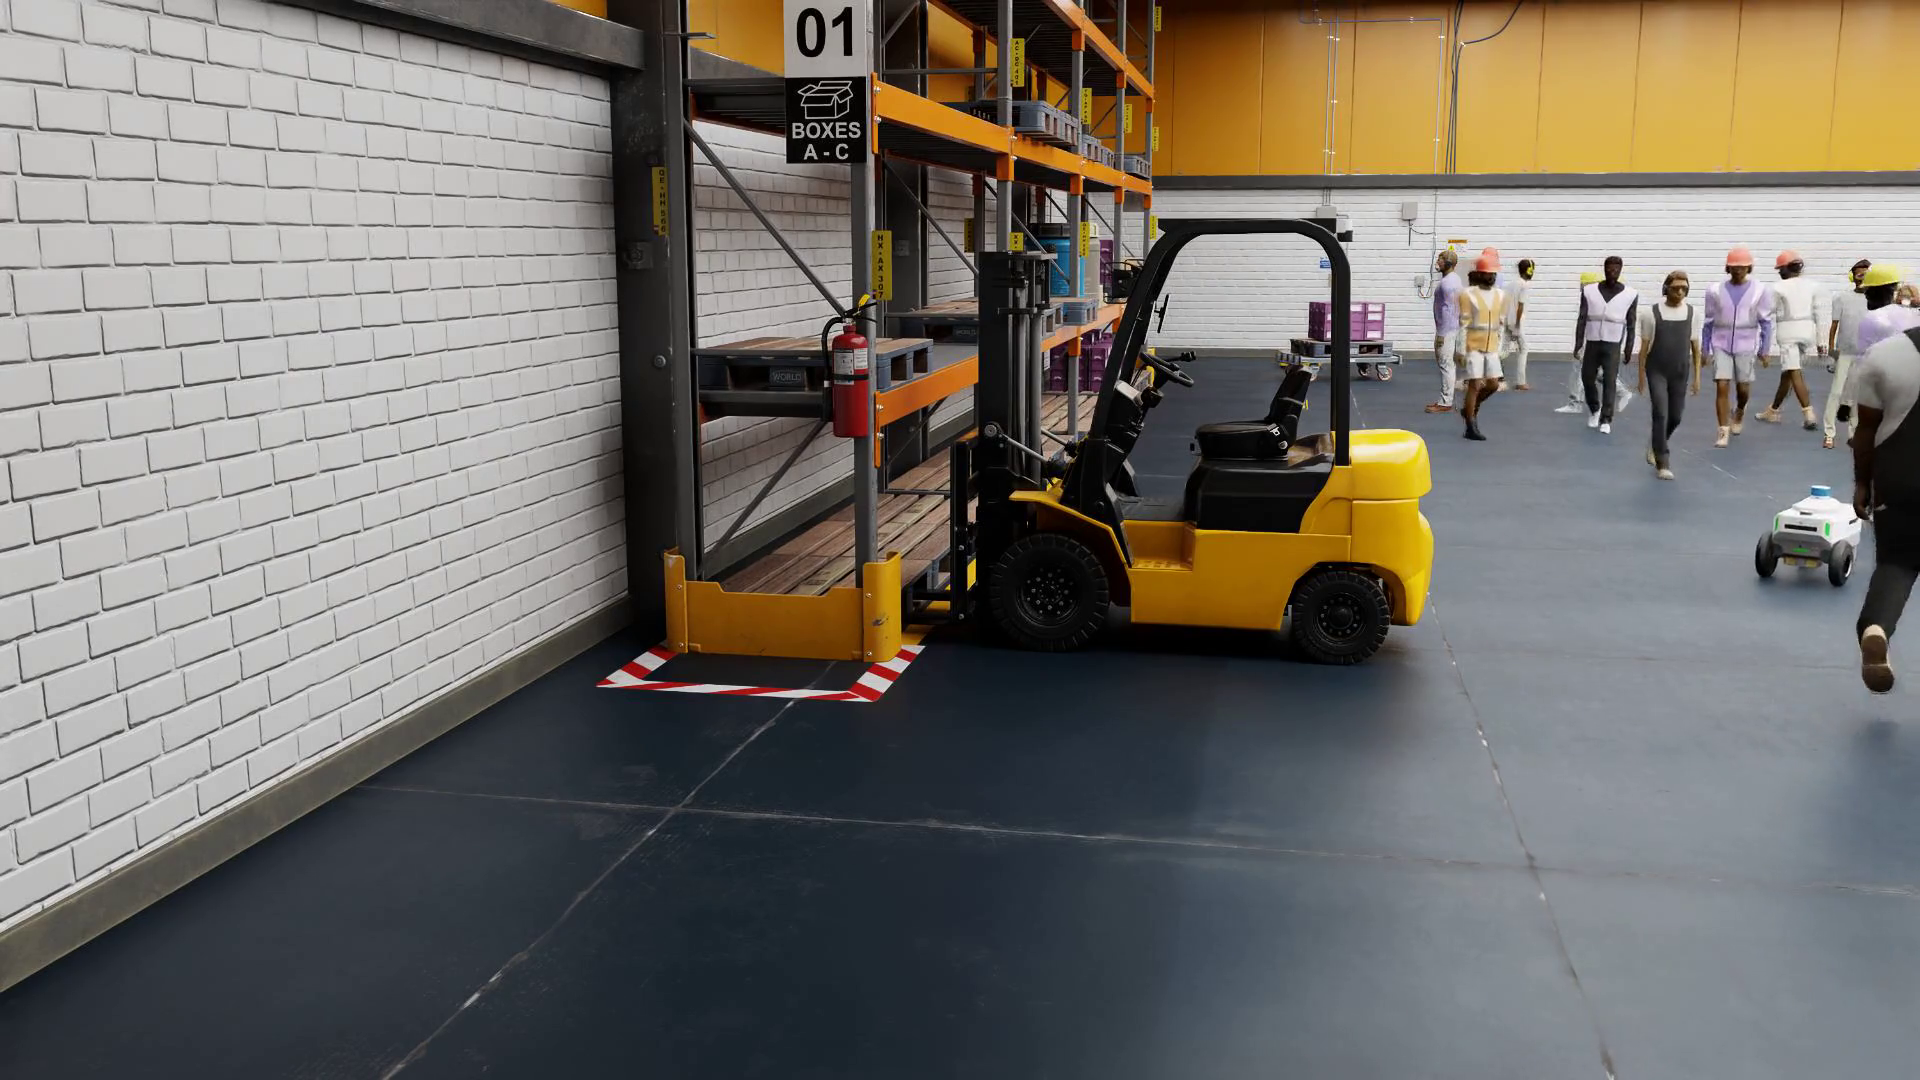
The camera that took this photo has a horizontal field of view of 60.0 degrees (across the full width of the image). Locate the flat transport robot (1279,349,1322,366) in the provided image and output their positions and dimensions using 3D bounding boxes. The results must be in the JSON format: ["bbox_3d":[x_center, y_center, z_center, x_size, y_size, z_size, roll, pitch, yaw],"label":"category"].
[{"bbox_3d":[5.559,-2.964,27.051,0.652,0.197,1.431,2,11,13],"label":"flat transport robot"}]

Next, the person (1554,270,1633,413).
[{"bbox_3d":[7.560,-2.344,19.716,0.793,1.712,0.488,5,11,25],"label":"person"}]

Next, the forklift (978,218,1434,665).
[{"bbox_3d":[1.285,-0.567,8.635,2.313,2.155,1.214,2,11,11],"label":"forklift"}]

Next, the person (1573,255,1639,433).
[{"bbox_3d":[6.976,-2.124,17.992,0.614,1.898,0.762,6,12,29],"label":"person"}]

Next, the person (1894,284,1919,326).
[{"bbox_3d":[9.918,-1.880,17.447,0.511,1.606,0.761,9,14,40],"label":"person"}]

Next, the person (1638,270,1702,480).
[{"bbox_3d":[6.200,-1.462,14.602,0.511,1.820,0.810,1,10,8],"label":"person"}]

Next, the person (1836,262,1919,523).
[{"bbox_3d":[6.684,-1.060,12.140,0.592,1.901,0.454,-7,13,-35],"label":"person"}]

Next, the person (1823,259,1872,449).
[{"bbox_3d":[8.832,-1.822,16.404,0.521,1.873,0.336,2,11,11],"label":"person"}]

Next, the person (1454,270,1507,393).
[{"bbox_3d":[6.950,-2.773,22.209,0.891,1.633,0.572,0,10,0],"label":"person"}]

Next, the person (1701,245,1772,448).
[{"bbox_3d":[7.783,-1.945,16.691,0.643,2.016,0.707,6,12,28],"label":"person"}]

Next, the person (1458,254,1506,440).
[{"bbox_3d":[5.373,-1.997,17.237,0.553,1.923,0.530,-3,11,-15],"label":"person"}]

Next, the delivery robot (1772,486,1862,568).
[{"bbox_3d":[5.292,-0.090,10.258,0.477,0.478,0.707,9,14,42],"label":"delivery robot"}]

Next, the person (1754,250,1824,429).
[{"bbox_3d":[9.190,-2.204,18.304,0.619,1.960,1.120,-1,10,-6],"label":"person"}]

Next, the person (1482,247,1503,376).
[{"bbox_3d":[7.963,-3.442,25.113,0.406,1.932,0.565,1,10,6],"label":"person"}]

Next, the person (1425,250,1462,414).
[{"bbox_3d":[5.762,-2.470,19.767,0.370,1.940,0.631,4,11,19],"label":"person"}]

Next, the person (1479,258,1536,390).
[{"bbox_3d":[7.450,-2.930,22.679,0.879,1.817,0.535,-3,11,-14],"label":"person"}]

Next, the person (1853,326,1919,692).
[{"bbox_3d":[4.351,-0.263,7.390,0.710,2.000,0.731,8,13,37],"label":"person"}]
